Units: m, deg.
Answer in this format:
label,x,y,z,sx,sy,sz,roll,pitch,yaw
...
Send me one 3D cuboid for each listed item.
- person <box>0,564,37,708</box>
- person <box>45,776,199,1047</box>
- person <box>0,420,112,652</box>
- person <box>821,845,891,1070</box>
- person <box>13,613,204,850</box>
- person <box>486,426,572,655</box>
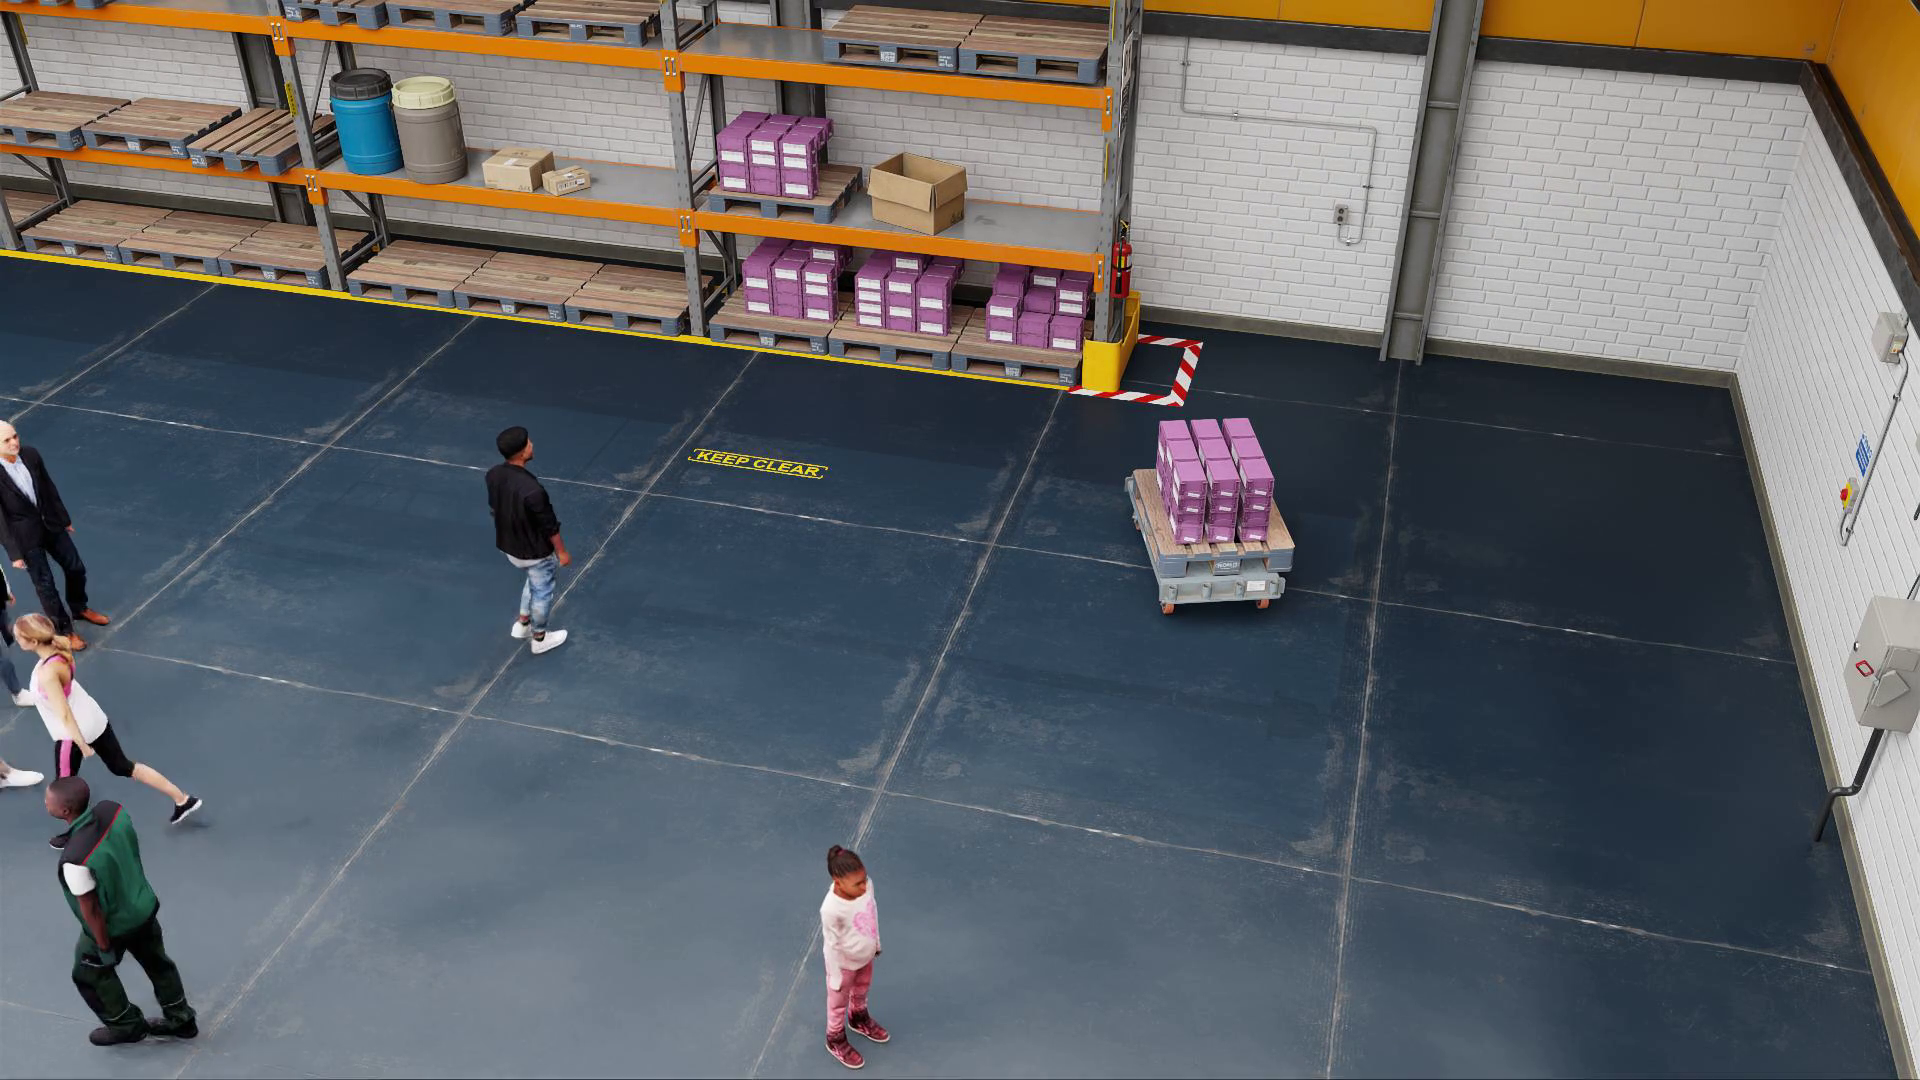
label,x,y,z,sx,sy,sz,roll,pitch,yaw
person,-6.634,0.458,11.164,0.973,1.623,0.836,0,34,0
person,-4.322,1.973,8.704,0.849,1.823,0.793,3,34,4
person,-6.589,-0.061,11.788,0.741,1.797,0.779,17,37,24
person,-0.588,2.159,8.762,0.593,1.448,0.597,22,39,29
person,-5.185,1.138,10.024,1.227,1.752,0.915,-4,34,-7
person,-3.080,0.059,11.608,0.757,1.795,0.869,27,42,34
